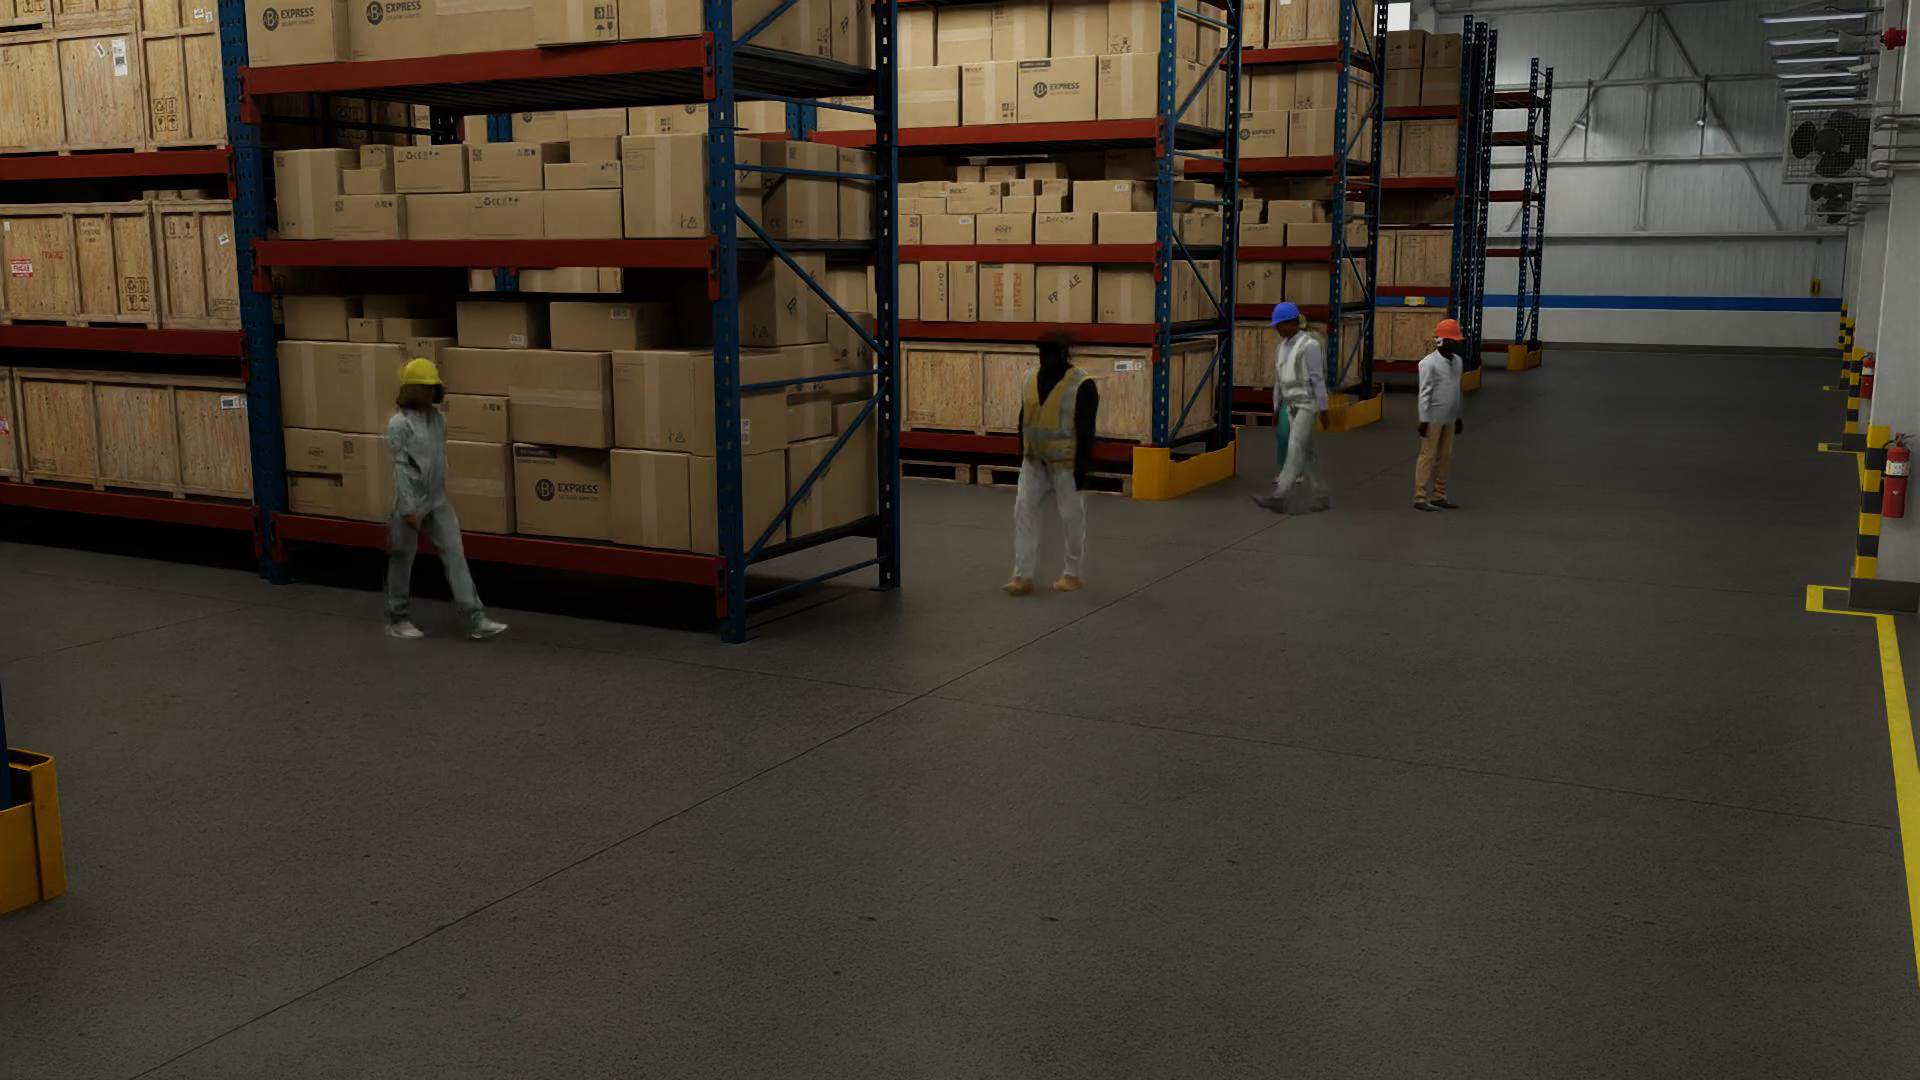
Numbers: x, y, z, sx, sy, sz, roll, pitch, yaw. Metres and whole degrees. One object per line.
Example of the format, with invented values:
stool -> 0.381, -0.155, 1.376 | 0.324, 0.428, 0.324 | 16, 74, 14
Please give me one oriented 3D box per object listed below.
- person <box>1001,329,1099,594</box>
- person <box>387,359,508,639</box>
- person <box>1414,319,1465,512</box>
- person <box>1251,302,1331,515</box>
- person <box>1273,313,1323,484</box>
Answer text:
person -> 0.582, -0.512, 11.278 | 0.652, 1.812, 0.784 | 7, 12, 37
person -> -3.128, -0.218, 9.901 | 0.886, 1.696, 0.500 | 5, 11, 26
person -> 4.367, -1.123, 15.040 | 0.579, 1.742, 0.361 | -8, 12, -37
person -> 3.021, -1.174, 14.920 | 0.858, 1.885, 0.689 | -4, 10, -21
person -> 3.390, -1.418, 16.761 | 0.524, 1.744, 0.543 | 5, 11, 26
